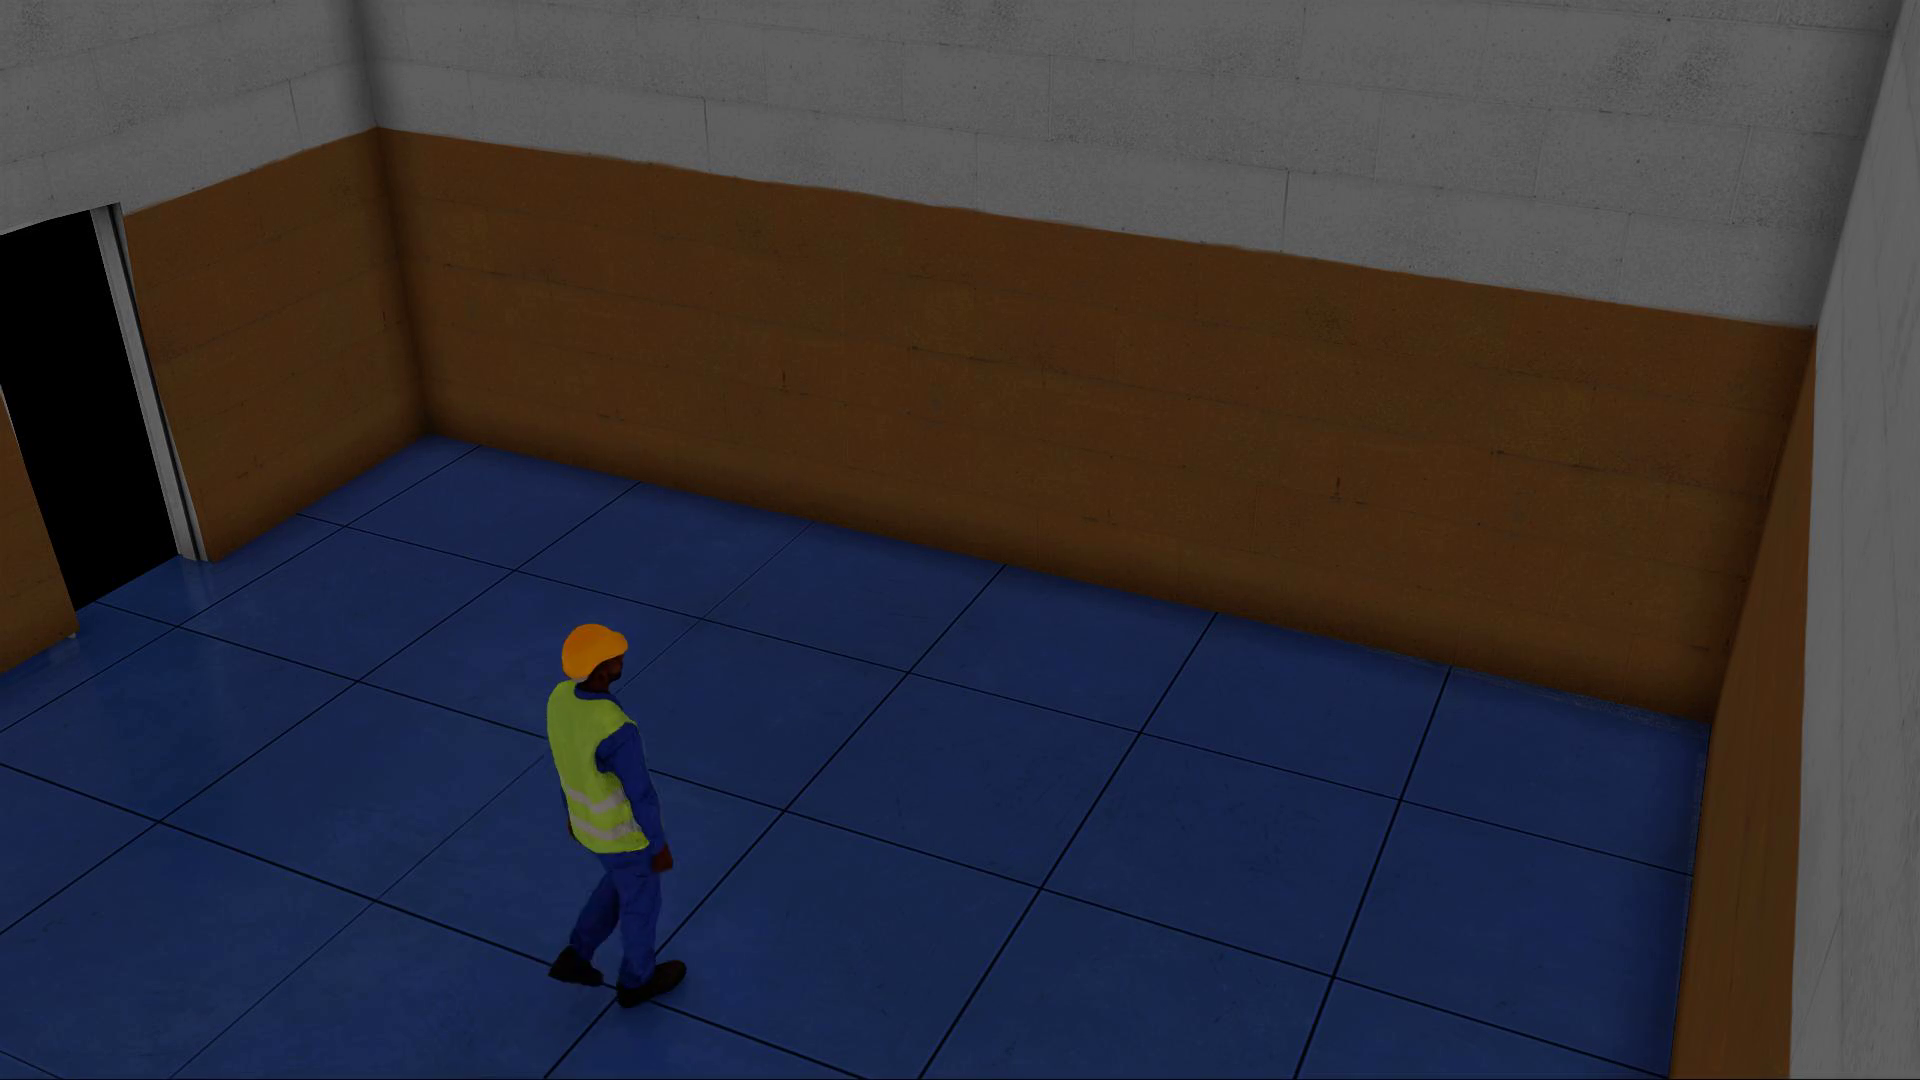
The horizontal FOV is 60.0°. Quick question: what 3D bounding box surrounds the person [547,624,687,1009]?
[{"bbox_3d":[-1.400,1.129,6.432,0.896,1.802,0.863,-23,36,-35],"label":"person"}]
